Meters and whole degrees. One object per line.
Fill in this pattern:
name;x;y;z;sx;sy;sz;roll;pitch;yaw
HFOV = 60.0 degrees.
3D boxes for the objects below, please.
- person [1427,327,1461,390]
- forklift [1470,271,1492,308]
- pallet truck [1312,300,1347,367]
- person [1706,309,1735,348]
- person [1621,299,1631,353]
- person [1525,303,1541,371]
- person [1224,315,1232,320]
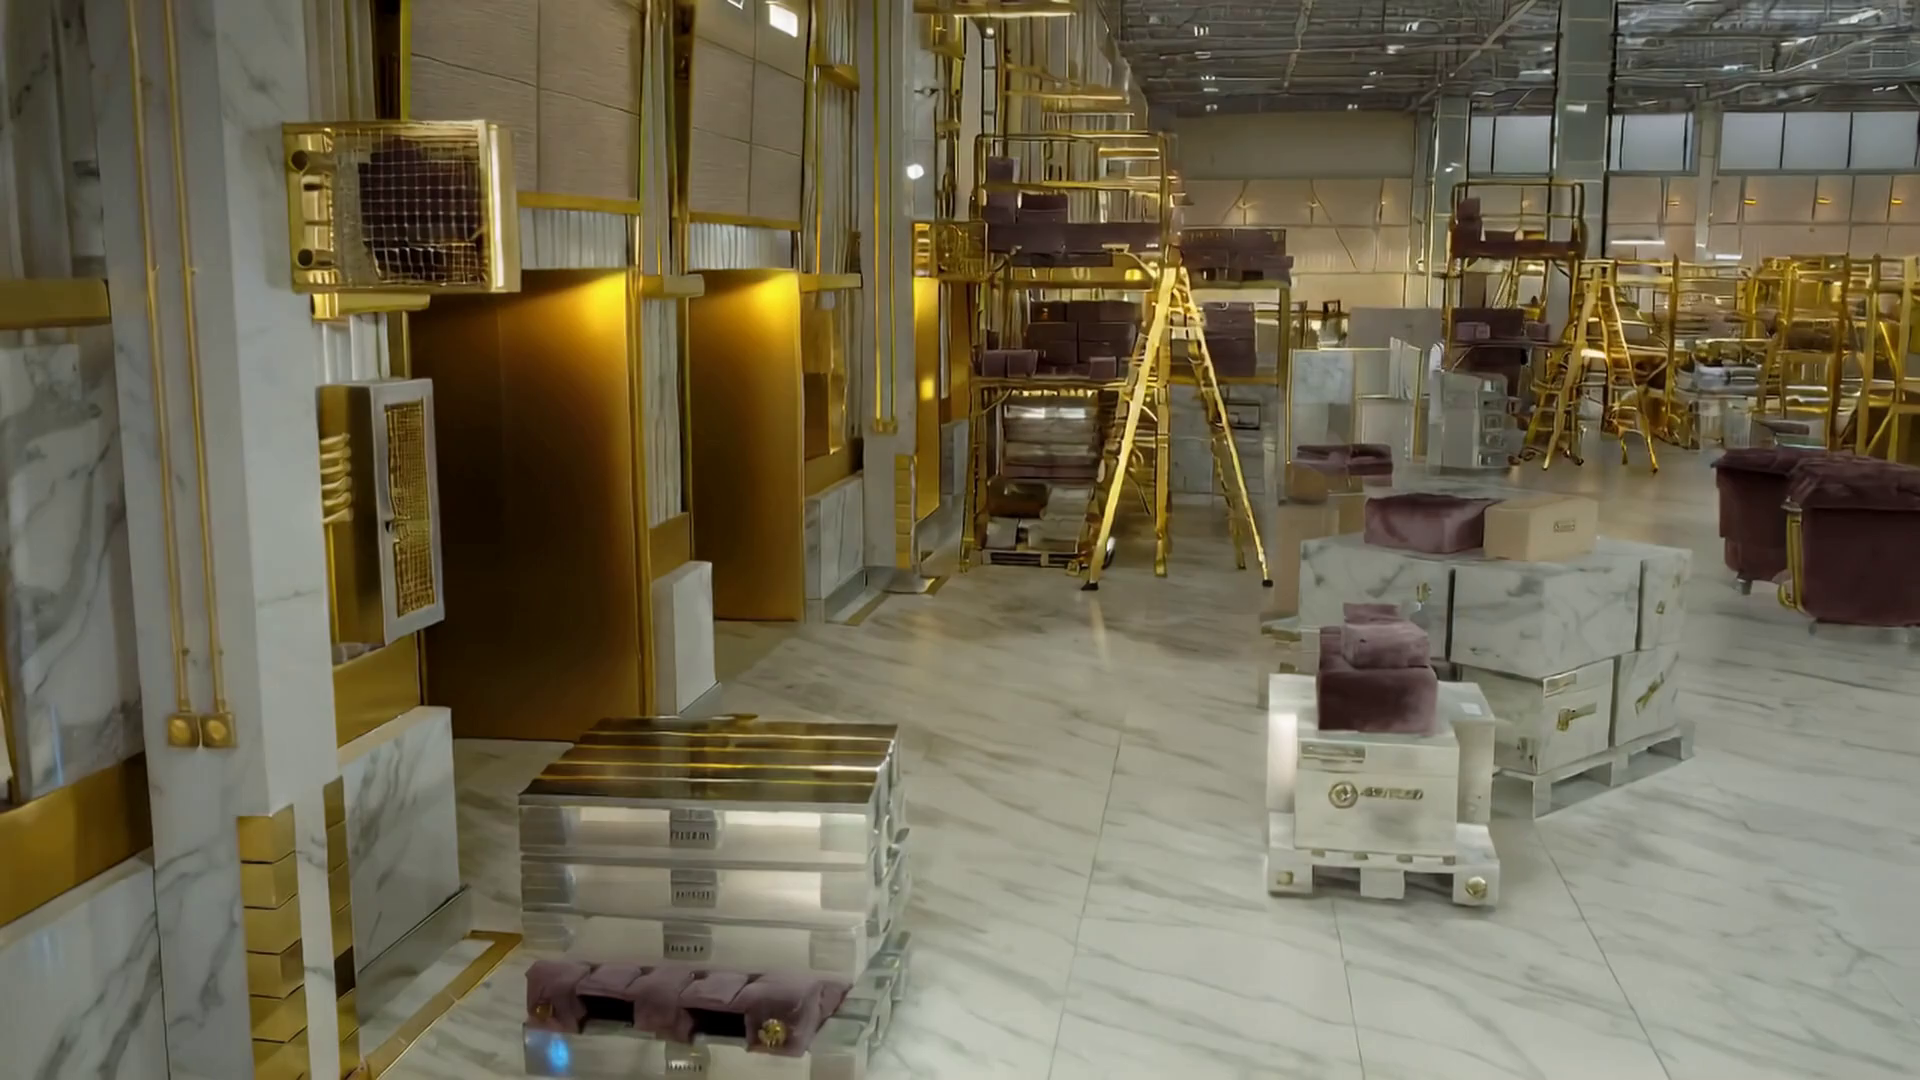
person;8.530;-2.774;28.994;0.620;1.858;0.757;-5;10;-26
forklift;12.957;-5.334;41.665;1.873;2.768;1.129;1;9;9
pallet truck;11.159;-6.200;49.718;0.823;1.965;1.885;4;10;26
person;18.324;-4.613;40.138;0.651;1.928;0.517;2;9;13
person;21.611;-6.842;53.924;0.567;1.913;0.574;1;9;4
person;16.214;-5.707;46.913;0.651;1.918;0.454;-4;10;-23
person;7.711;-5.661;47.565;0.539;1.614;0.605;-8;12;-41
